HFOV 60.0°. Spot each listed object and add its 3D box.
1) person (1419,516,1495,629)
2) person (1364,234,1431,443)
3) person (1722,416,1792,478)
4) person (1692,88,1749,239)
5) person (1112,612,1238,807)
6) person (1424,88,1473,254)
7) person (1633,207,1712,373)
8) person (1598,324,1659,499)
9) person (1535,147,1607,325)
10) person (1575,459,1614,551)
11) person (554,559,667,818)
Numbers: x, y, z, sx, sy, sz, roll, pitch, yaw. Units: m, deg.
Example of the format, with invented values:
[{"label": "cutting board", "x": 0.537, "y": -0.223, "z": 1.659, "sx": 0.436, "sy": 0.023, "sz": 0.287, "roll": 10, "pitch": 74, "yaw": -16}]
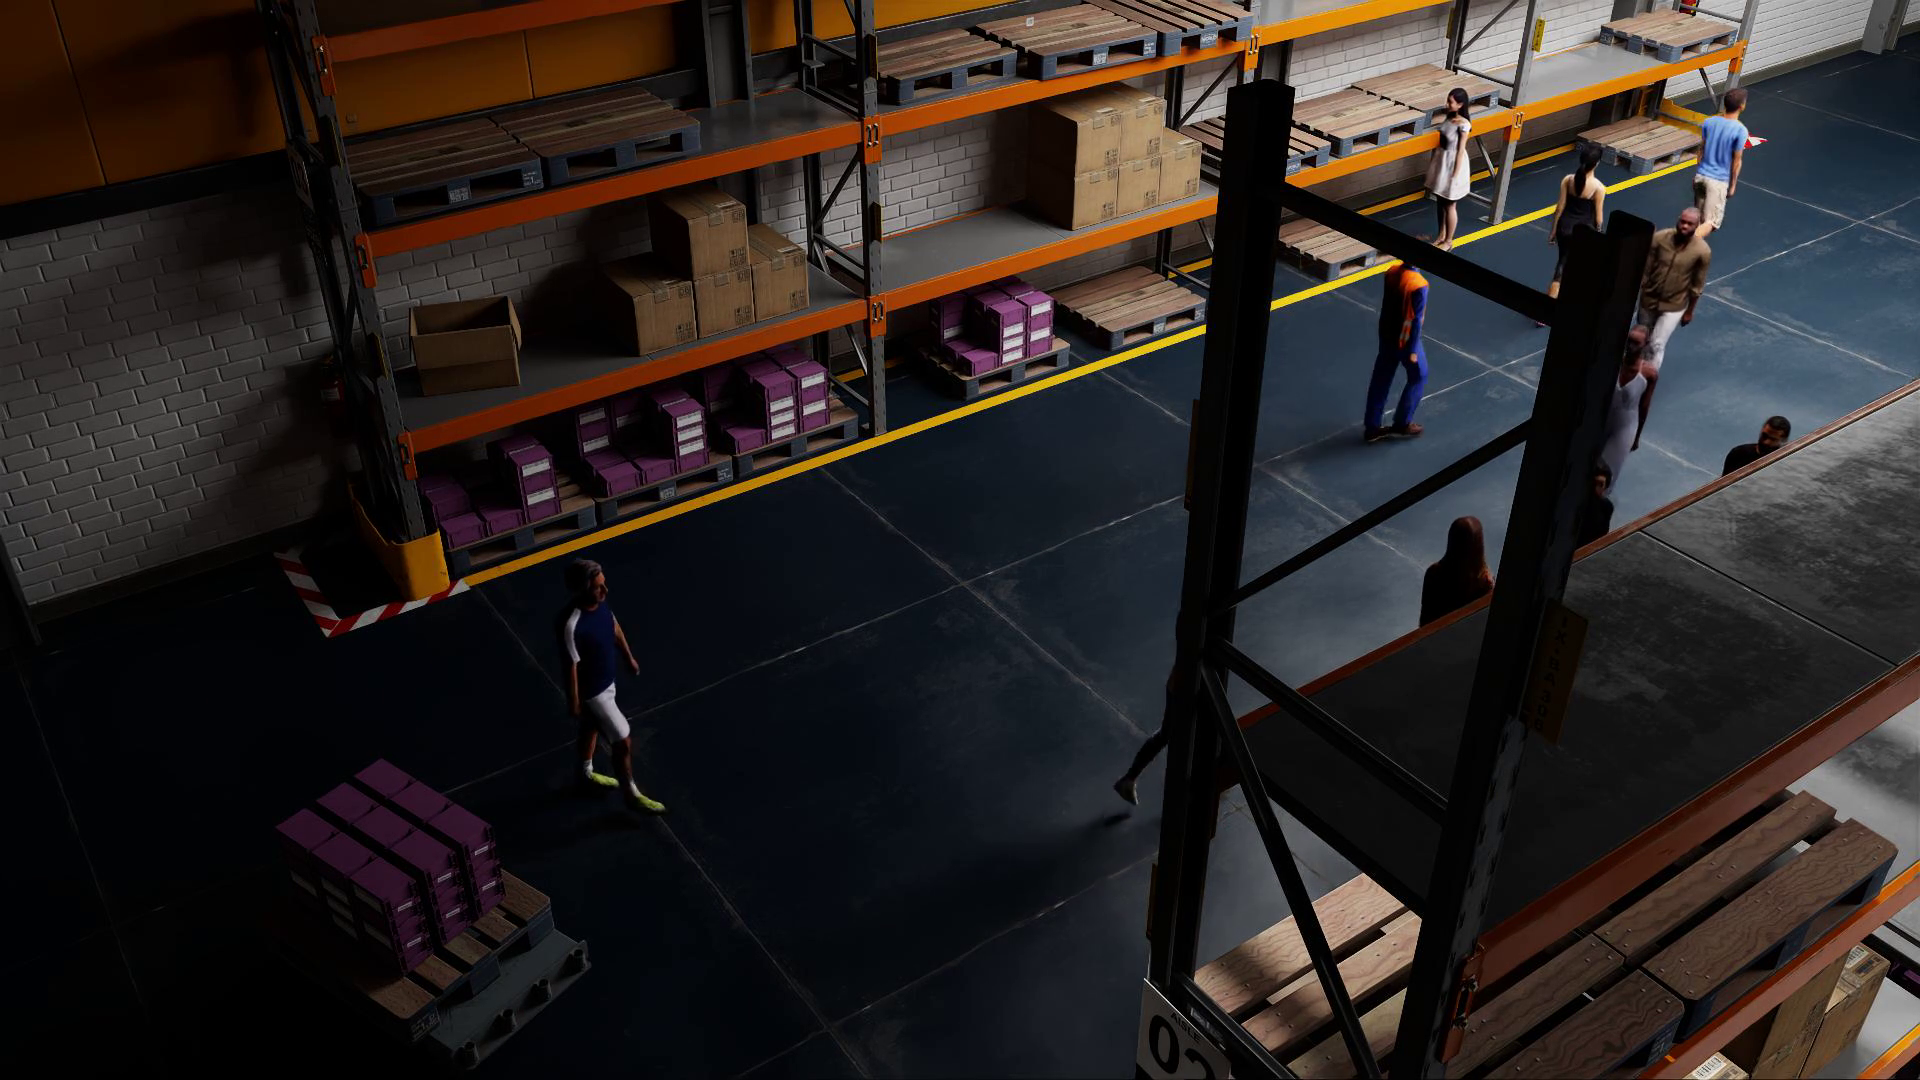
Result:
[{"label": "person", "x": 3.073, "y": 0.685, "z": 10.418, "sx": 1.027, "sy": 1.676, "sz": 1.156, "roll": 9, "pitch": 35, "yaw": 13}, {"label": "person", "x": 3.564, "y": -1.632, "z": 13.748, "sx": 0.816, "sy": 1.849, "sz": 0.790, "roll": -14, "pitch": 36, "yaw": -20}, {"label": "person", "x": 5.429, "y": -0.100, "z": 11.528, "sx": 0.706, "sy": 1.756, "sz": 0.729, "roll": 11, "pitch": 35, "yaw": 17}, {"label": "person", "x": 7.515, "y": -3.591, "z": 16.702, "sx": 1.043, "sy": 1.843, "sz": 0.630, "roll": -21, "pitch": 39, "yaw": -28}, {"label": "person", "x": 1.308, "y": 0.955, "z": 10.000, "sx": 1.124, "sy": 1.690, "sz": 0.743, "roll": -14, "pitch": 36, "yaw": -20}, {"label": "person", "x": 5.007, "y": -3.762, "z": 17.027, "sx": 0.763, "sy": 1.766, "sz": 0.739, "roll": -6, "pitch": 34, "yaw": -9}, {"label": "person", "x": 6.116, "y": -2.070, "z": 14.454, "sx": 0.919, "sy": 1.798, "sz": 1.166, "roll": 22, "pitch": 39, "yaw": 29}, {"label": "person", "x": 4.990, "y": -0.844, "z": 12.647, "sx": 0.814, "sy": 1.757, "sz": 1.136, "roll": 22, "pitch": 40, "yaw": 30}, {"label": "person", "x": 5.732, "y": -2.825, "z": 15.682, "sx": 0.764, "sy": 1.695, "sz": 1.116, "roll": 25, "pitch": 41, "yaw": 32}, {"label": "person", "x": 4.097, "y": 0.148, "z": 11.228, "sx": 0.946, "sy": 1.675, "sz": 1.024, "roll": 7, "pitch": 34, "yaw": 10}, {"label": "person", "x": -2.291, "y": 0.852, "z": 10.048, "sx": 1.028, "sy": 1.808, "sz": 0.962, "roll": 4, "pitch": 34, "yaw": 6}]
